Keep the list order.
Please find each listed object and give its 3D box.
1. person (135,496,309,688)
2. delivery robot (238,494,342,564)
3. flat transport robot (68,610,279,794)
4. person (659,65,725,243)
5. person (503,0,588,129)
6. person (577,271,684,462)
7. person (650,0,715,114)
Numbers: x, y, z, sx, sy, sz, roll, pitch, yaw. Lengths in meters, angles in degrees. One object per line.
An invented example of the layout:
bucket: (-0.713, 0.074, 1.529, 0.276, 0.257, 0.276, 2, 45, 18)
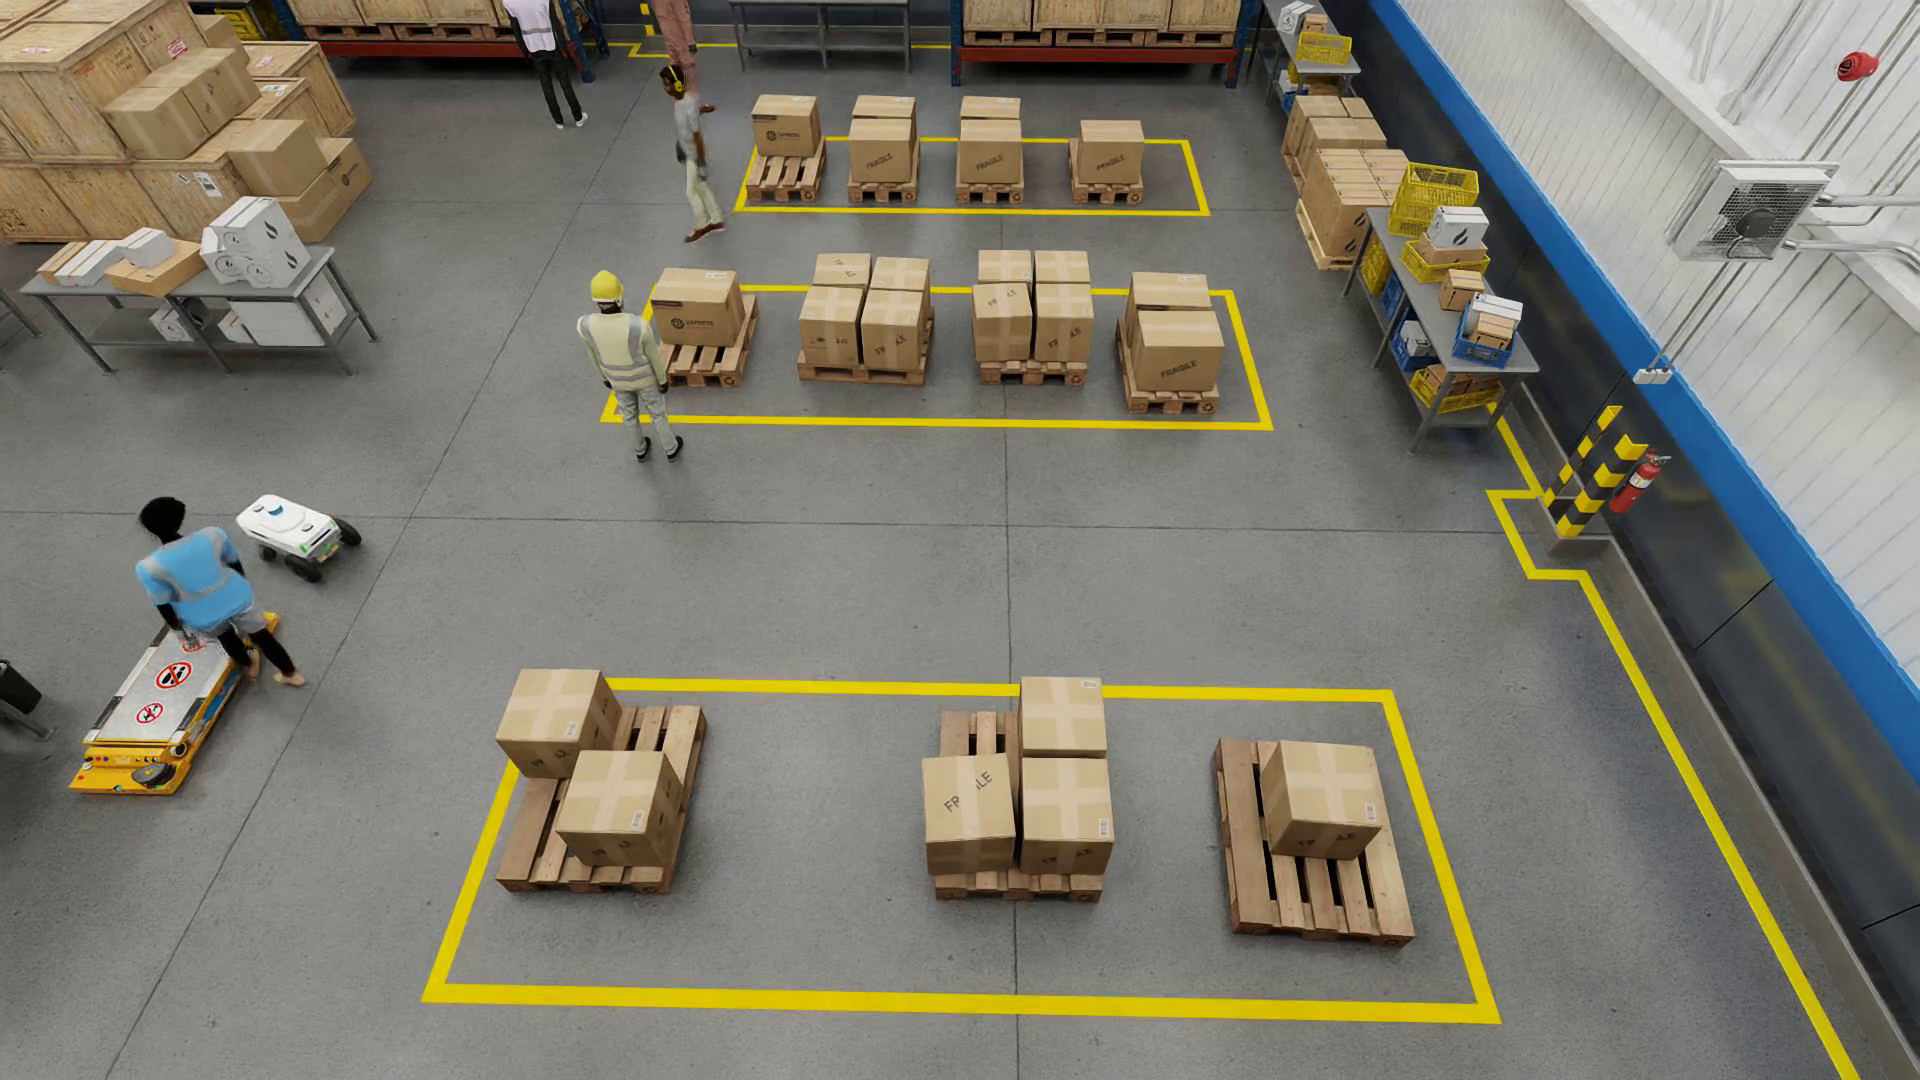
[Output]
person: (-4.954, 0.396, 6.116, 0.612, 1.650, 0.592, 33, 57, 25)
delivery robot: (-5.262, -0.105, 7.194, 0.707, 0.478, 0.477, 18, 52, 15)
flat transport robot: (-5.504, 1.072, 6.442, 0.652, 0.197, 1.431, 1, 50, 1)
person: (-2.916, -4.094, 9.786, 0.514, 1.849, 0.583, -22, 53, -18)
person: (-5.214, -6.161, 11.495, 0.588, 1.913, 0.391, -8, 50, -7)
person: (-2.675, -1.365, 7.497, 0.581, 1.823, 0.403, 2, 50, 1)
person: (-3.612, -6.499, 11.785, 0.643, 1.909, 0.409, 35, 58, 26)
